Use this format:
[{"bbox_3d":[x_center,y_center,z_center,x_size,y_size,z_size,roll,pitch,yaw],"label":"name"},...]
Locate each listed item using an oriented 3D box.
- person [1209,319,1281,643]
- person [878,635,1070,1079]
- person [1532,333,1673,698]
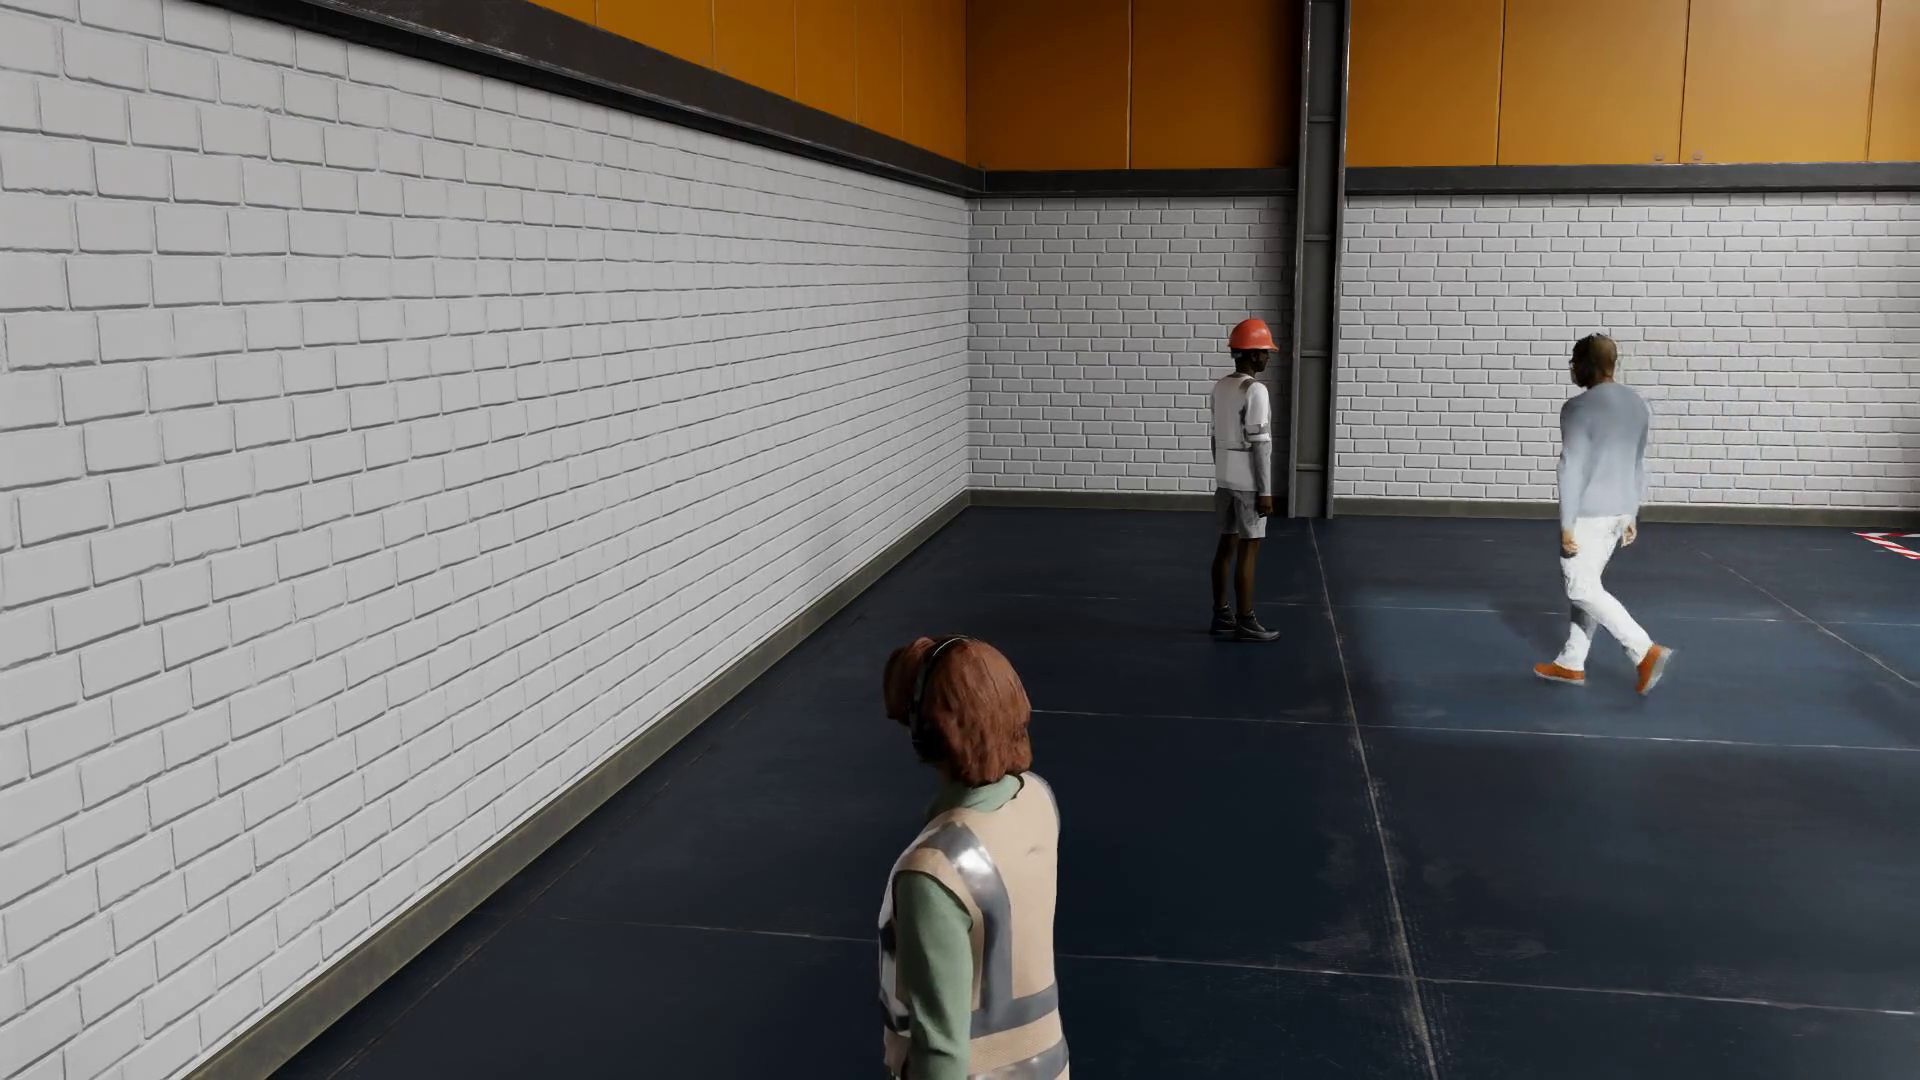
[{"bbox_3d":[1.715,-0.353,9.992,0.362,1.938,0.545,-4,10,-22],"label":"person"},{"bbox_3d":[0.025,0.963,2.765,0.314,1.636,0.515,4,10,22],"label":"person"},{"bbox_3d":[3.383,-0.120,8.666,0.628,1.910,0.819,-6,11,-33],"label":"person"}]
